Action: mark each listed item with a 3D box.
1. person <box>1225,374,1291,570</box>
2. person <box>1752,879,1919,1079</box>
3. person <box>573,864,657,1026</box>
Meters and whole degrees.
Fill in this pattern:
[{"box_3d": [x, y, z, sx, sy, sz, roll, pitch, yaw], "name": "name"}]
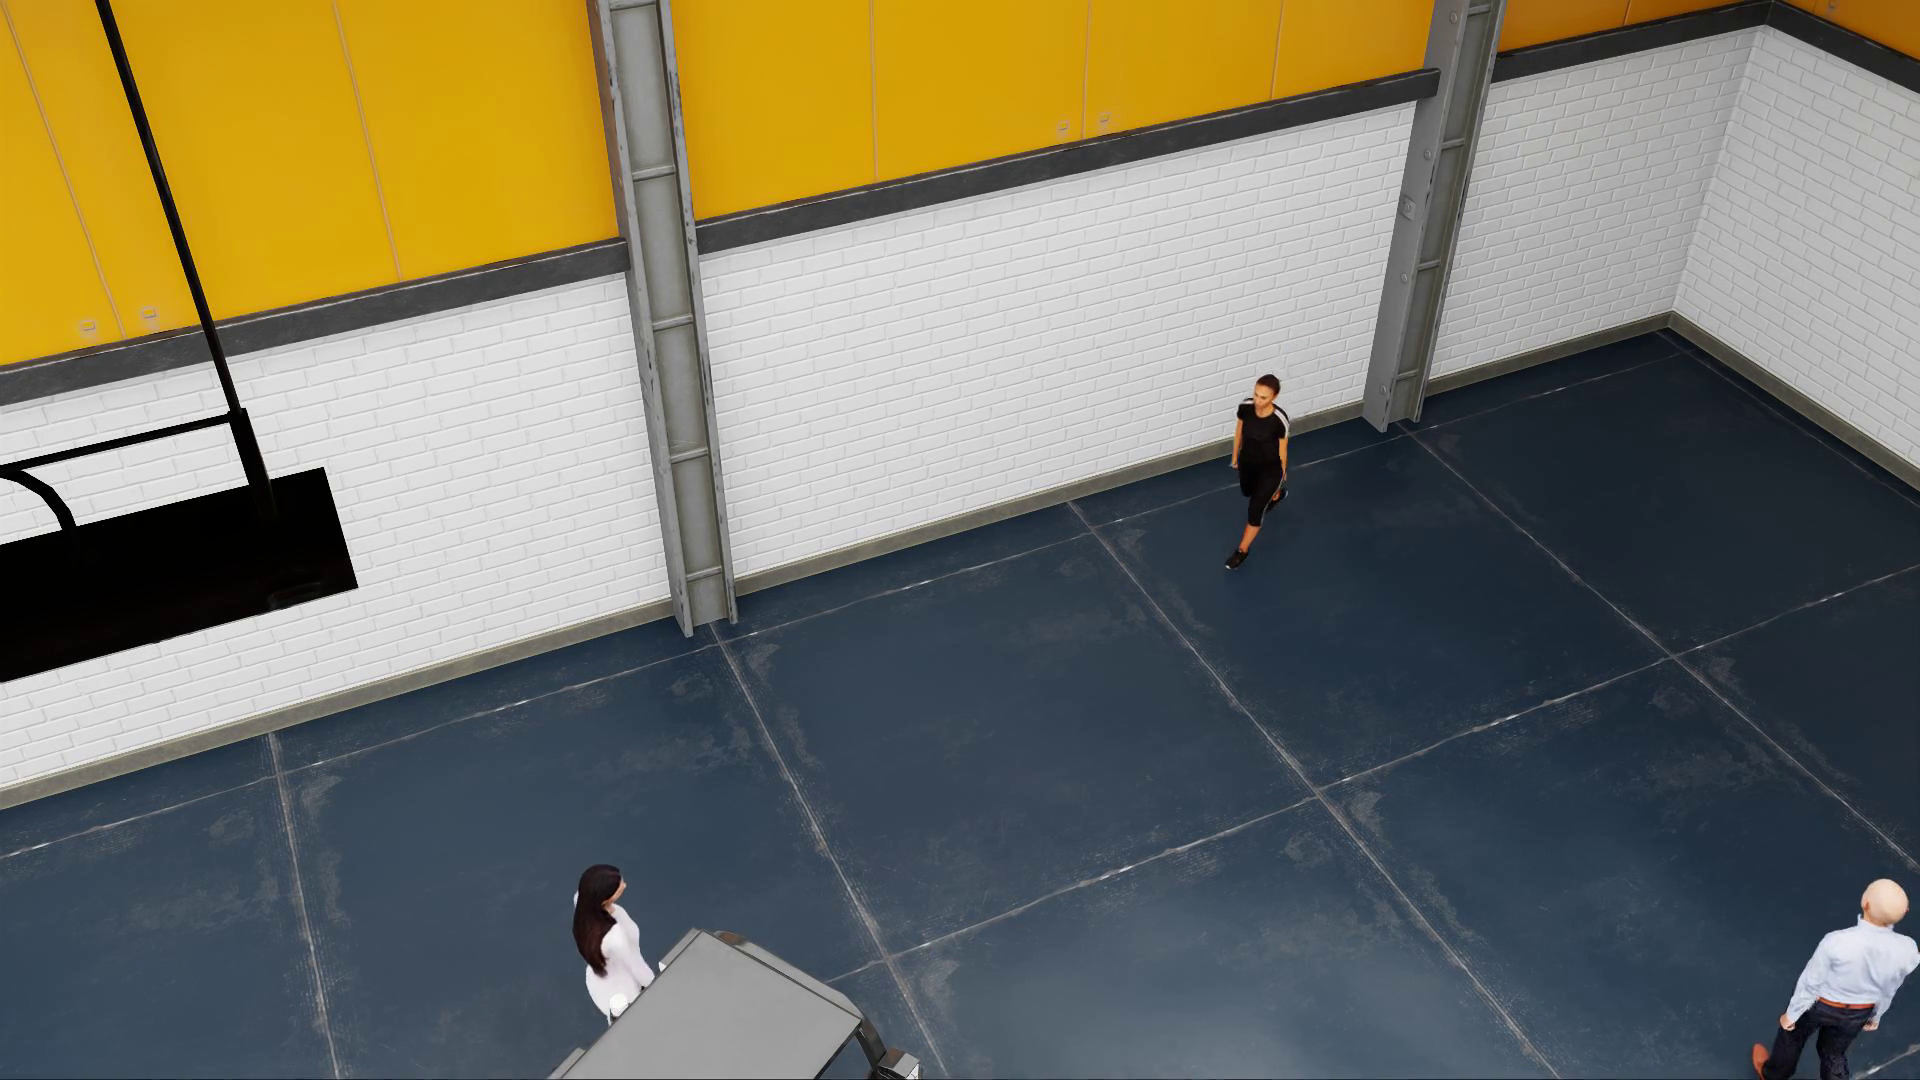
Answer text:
[{"box_3d": [2.239, -0.577, 12.075, 1.110, 1.634, 0.842, -29, 47, -31], "name": "person"}, {"box_3d": [4.344, 2.396, 8.244, 1.119, 1.769, 1.049, 3, 39, 4], "name": "person"}, {"box_3d": [-1.814, 2.285, 8.367, 0.623, 1.790, 0.642, -24, 45, -27], "name": "person"}]
